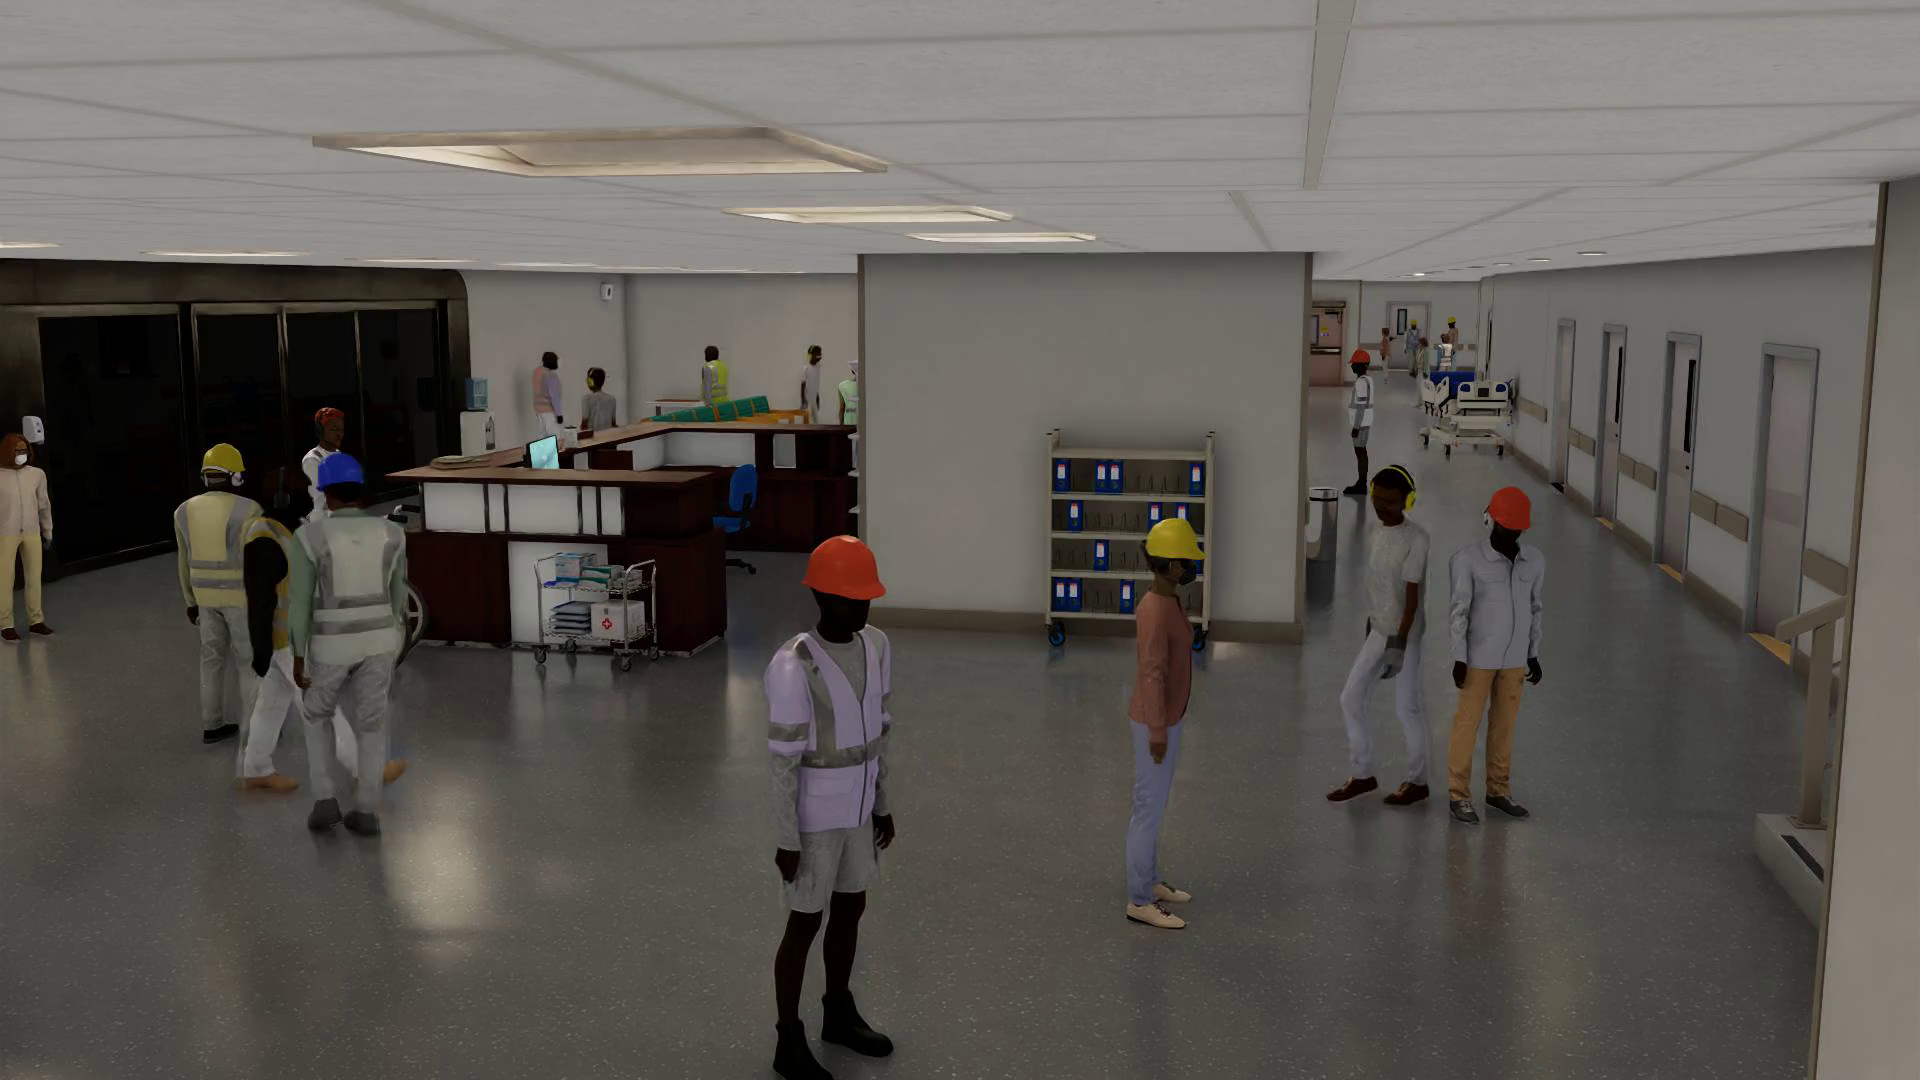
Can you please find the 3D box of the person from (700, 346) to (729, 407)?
[{"bbox_3d":[-4.116,-2.266,27.255,0.798,1.813,0.644,4,10,26],"label":"person"}]

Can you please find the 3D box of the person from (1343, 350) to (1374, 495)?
[{"bbox_3d":[5.339,-1.573,22.267,0.360,1.938,0.545,3,9,21],"label":"person"}]

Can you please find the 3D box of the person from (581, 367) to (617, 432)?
[{"bbox_3d":[-4.197,-1.105,19.488,0.821,1.847,0.522,6,10,33],"label":"person"}]

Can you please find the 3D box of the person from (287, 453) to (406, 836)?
[{"bbox_3d":[-3.095,0.525,8.392,0.613,1.918,0.556,-7,11,-37],"label":"person"}]

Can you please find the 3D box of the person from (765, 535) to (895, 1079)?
[{"bbox_3d":[-0.421,0.930,5.728,0.431,1.924,0.556,6,11,35],"label":"person"}]

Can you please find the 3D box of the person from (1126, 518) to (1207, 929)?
[{"bbox_3d":[0.897,0.779,7.224,0.324,1.767,0.533,2,9,13],"label":"person"}]

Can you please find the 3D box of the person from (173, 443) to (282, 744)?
[{"bbox_3d":[-4.387,0.333,10.005,0.599,1.825,0.403,2,9,13],"label":"person"}]

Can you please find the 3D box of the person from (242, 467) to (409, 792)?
[{"bbox_3d":[-3.496,0.502,8.990,0.925,1.792,0.633,-1,9,-9],"label":"person"}]

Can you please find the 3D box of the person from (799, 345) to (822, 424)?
[{"bbox_3d":[-2.500,-2.283,27.295,0.624,1.839,0.534,5,10,31],"label":"person"}]

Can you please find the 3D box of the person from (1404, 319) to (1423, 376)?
[{"bbox_3d":[14.398,-6.119,52.828,0.610,1.815,0.435,0,9,-1],"label":"person"}]

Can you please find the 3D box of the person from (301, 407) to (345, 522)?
[{"bbox_3d":[-4.622,-0.033,12.221,0.359,1.882,0.575,0,9,-2],"label":"person"}]

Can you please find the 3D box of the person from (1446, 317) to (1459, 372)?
[{"bbox_3d":[14.830,-5.771,50.178,0.374,1.919,0.585,0,9,-1],"label":"person"}]

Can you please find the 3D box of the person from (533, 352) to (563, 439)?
[{"bbox_3d":[-6.220,-1.932,25.088,0.504,1.810,0.725,-7,11,-37],"label":"person"}]

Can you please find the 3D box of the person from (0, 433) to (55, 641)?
[{"bbox_3d":[-7.386,-0.029,13.064,0.285,1.627,0.504,6,10,34],"label":"person"}]

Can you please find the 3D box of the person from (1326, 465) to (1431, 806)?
[{"bbox_3d":[2.233,0.517,8.734,0.681,1.833,0.542,-4,9,-25],"label":"person"}]

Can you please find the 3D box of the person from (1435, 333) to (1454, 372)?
[{"bbox_3d":[12.146,-4.354,41.702,0.523,1.639,0.306,-5,10,-29],"label":"person"}]

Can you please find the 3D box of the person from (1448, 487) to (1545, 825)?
[{"bbox_3d":[2.775,0.587,8.570,0.564,1.741,0.347,-3,9,-18],"label":"person"}]

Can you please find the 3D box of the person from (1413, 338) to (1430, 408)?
[{"bbox_3d":[10.678,-3.843,38.397,0.354,1.620,0.590,0,9,3],"label":"person"}]

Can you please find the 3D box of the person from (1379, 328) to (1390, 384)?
[{"bbox_3d":[12.316,-5.335,48.209,0.308,1.640,0.511,3,9,17],"label":"person"}]
